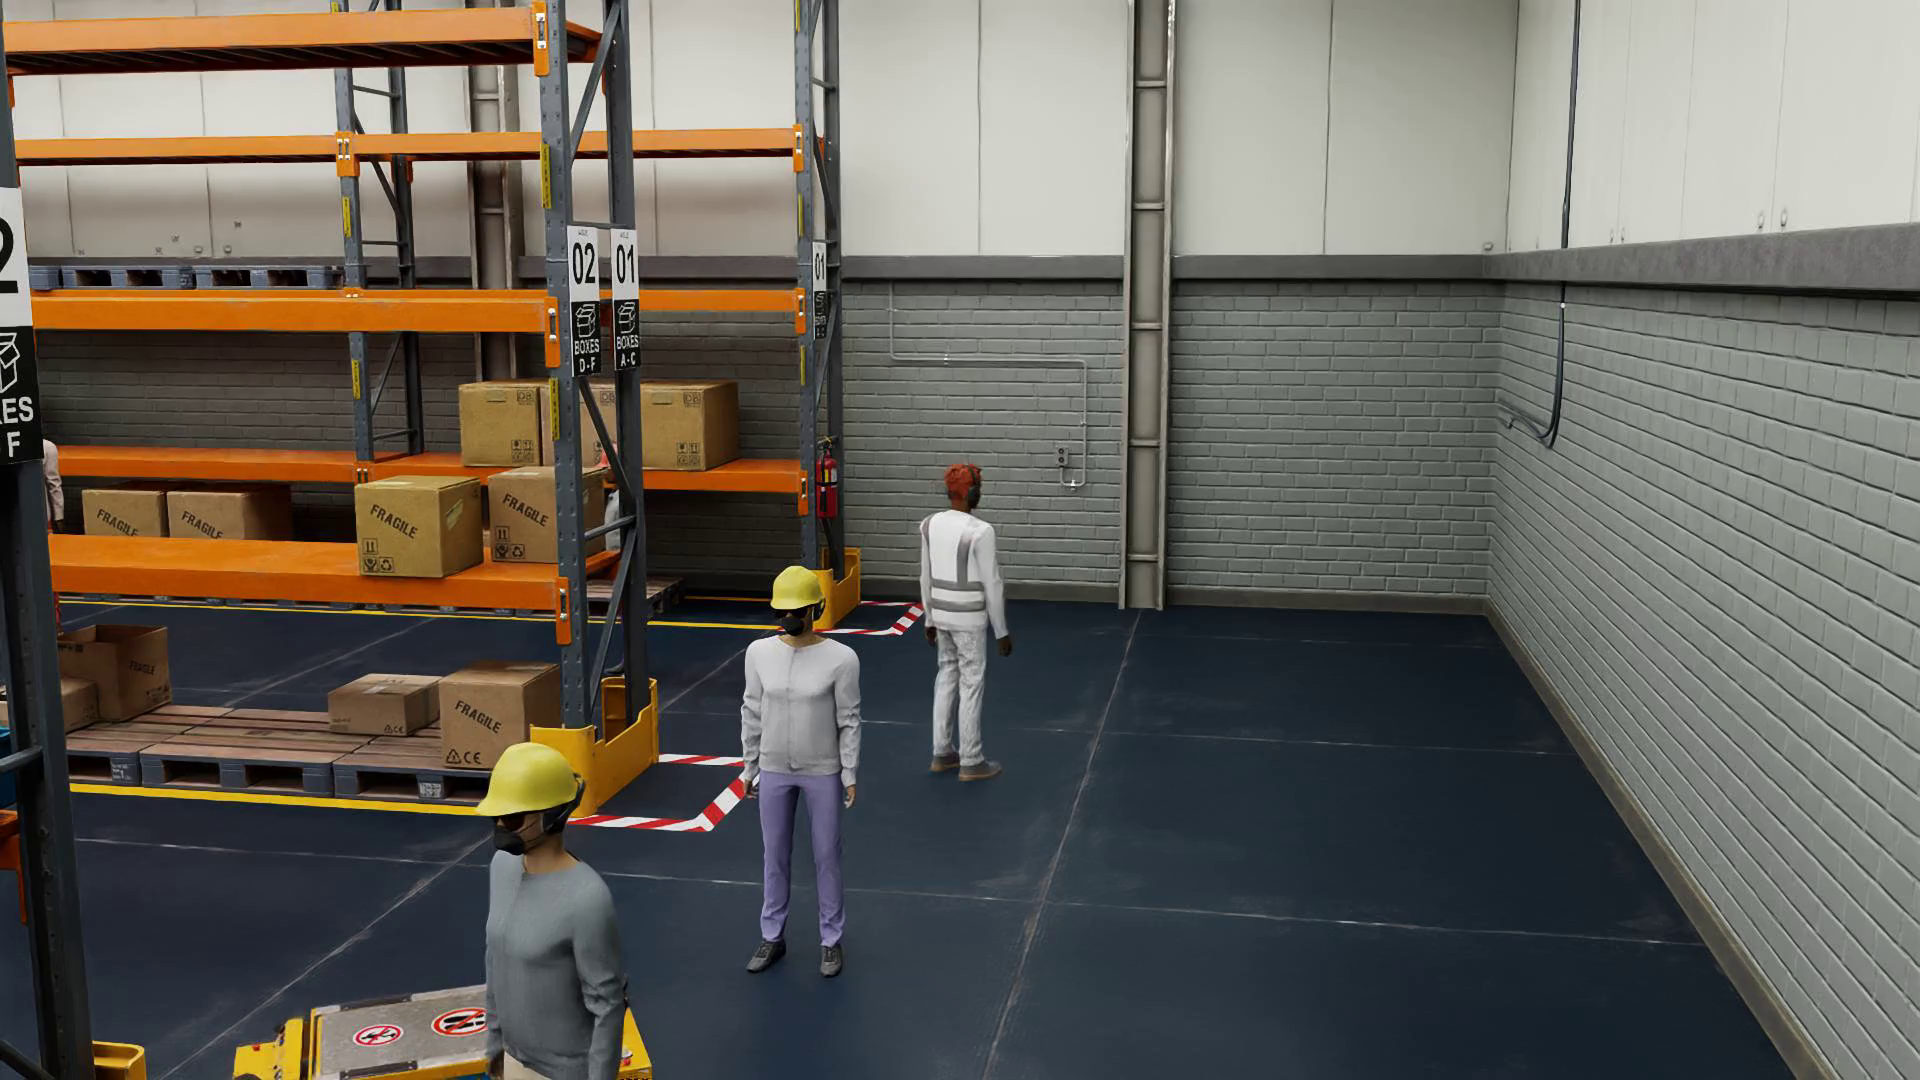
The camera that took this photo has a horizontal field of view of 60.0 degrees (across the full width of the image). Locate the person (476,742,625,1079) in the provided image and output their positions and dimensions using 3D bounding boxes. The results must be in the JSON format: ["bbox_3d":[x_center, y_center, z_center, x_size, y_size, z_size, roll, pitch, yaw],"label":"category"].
[{"bbox_3d":[-1.104,1.398,4.458,0.524,1.769,0.326,8,12,41],"label":"person"}]

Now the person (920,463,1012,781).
[{"bbox_3d":[0.015,0.482,9.785,0.360,1.881,0.599,-8,12,-41],"label":"person"}]

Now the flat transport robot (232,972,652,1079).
[{"bbox_3d":[-1.905,1.877,6.115,1.431,0.197,0.652,-3,10,-20],"label":"flat transport robot"}]

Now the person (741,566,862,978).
[{"bbox_3d":[-0.678,0.979,7.059,0.523,1.769,0.314,2,9,10],"label":"person"}]

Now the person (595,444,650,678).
[{"bbox_3d":[-2.464,0.170,12.117,0.341,1.750,0.567,-3,10,-18],"label":"person"}]
